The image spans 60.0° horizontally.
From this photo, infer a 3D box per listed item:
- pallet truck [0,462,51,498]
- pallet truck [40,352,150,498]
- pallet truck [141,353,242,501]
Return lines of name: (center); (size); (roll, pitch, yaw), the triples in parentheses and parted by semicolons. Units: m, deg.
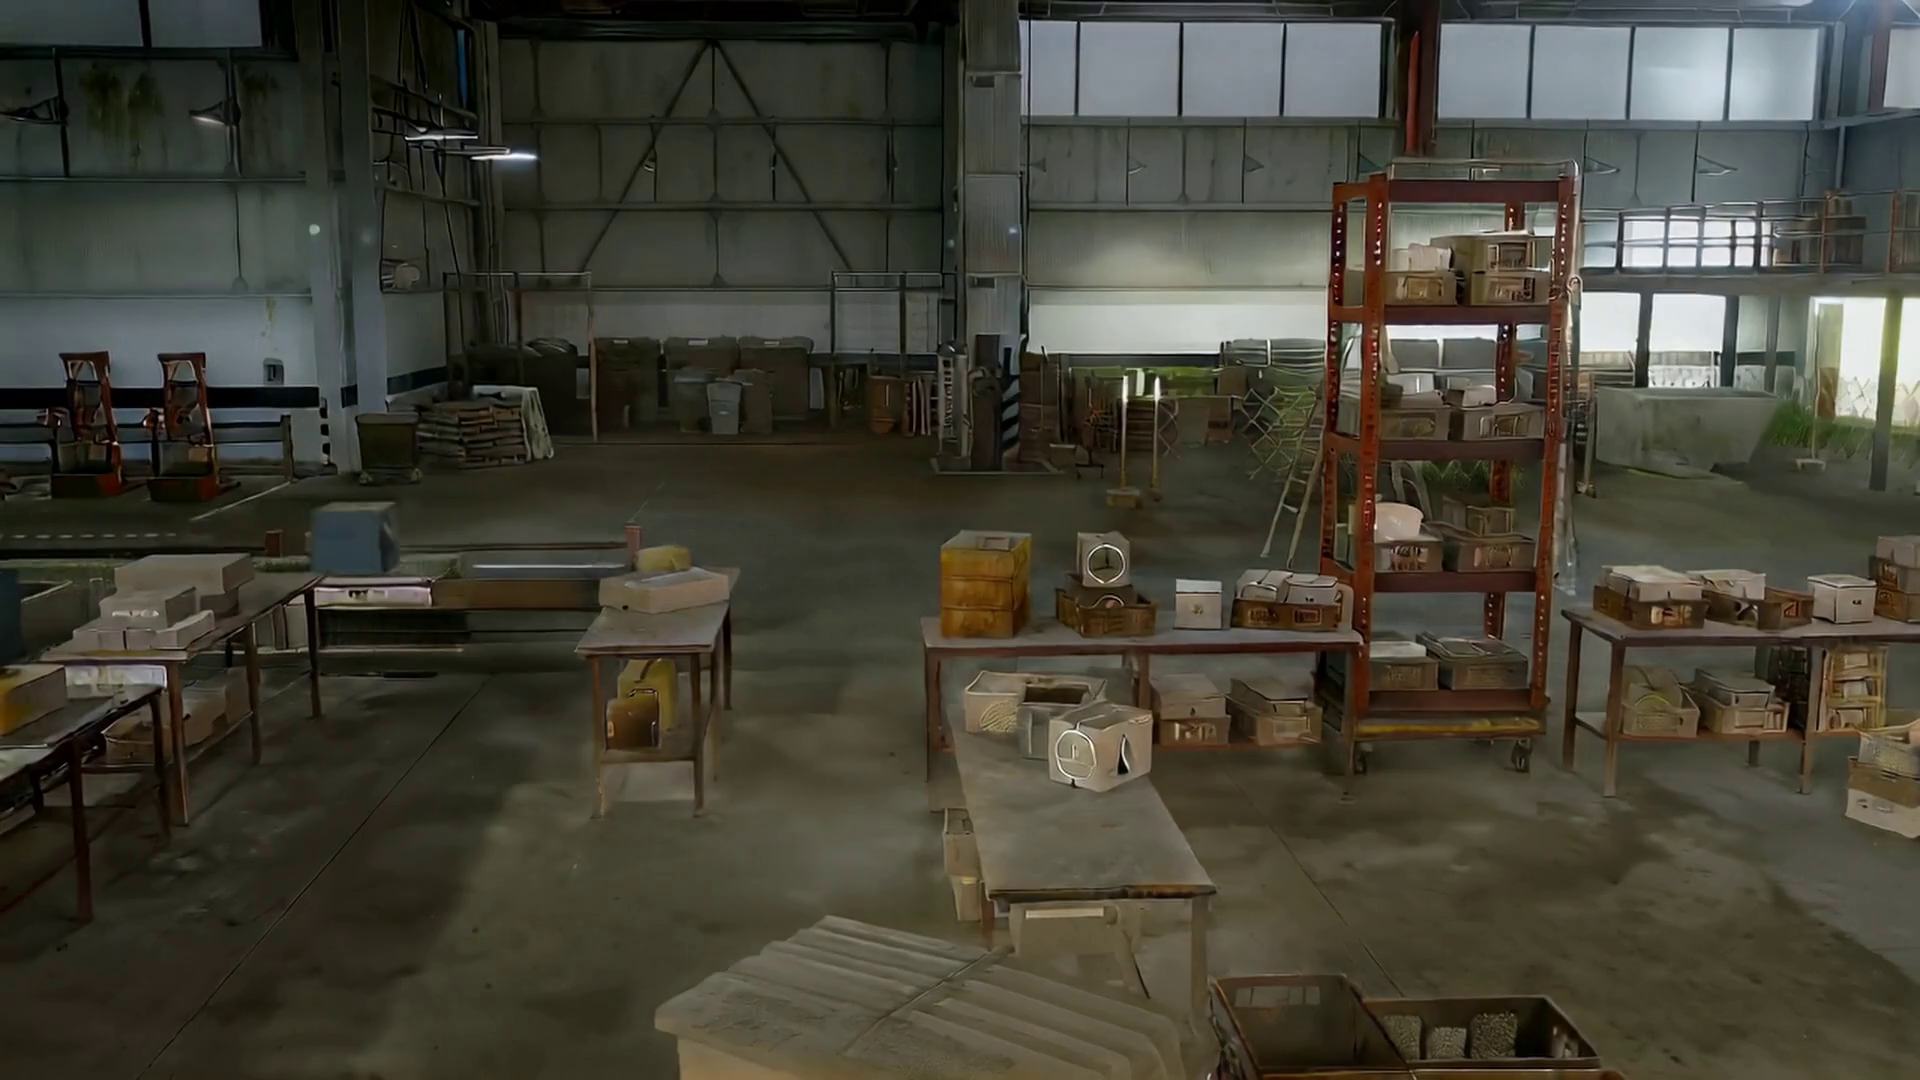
pallet truck: (-13.193, -1.293, 23.148); (0.653, 1.274, 1.630); (-1, 9, -4)
pallet truck: (-11.907, -1.642, 23.165); (0.823, 1.965, 1.885); (0, 9, 0)
pallet truck: (-10.520, -1.604, 22.925); (0.823, 1.965, 1.885); (-1, 9, -6)
